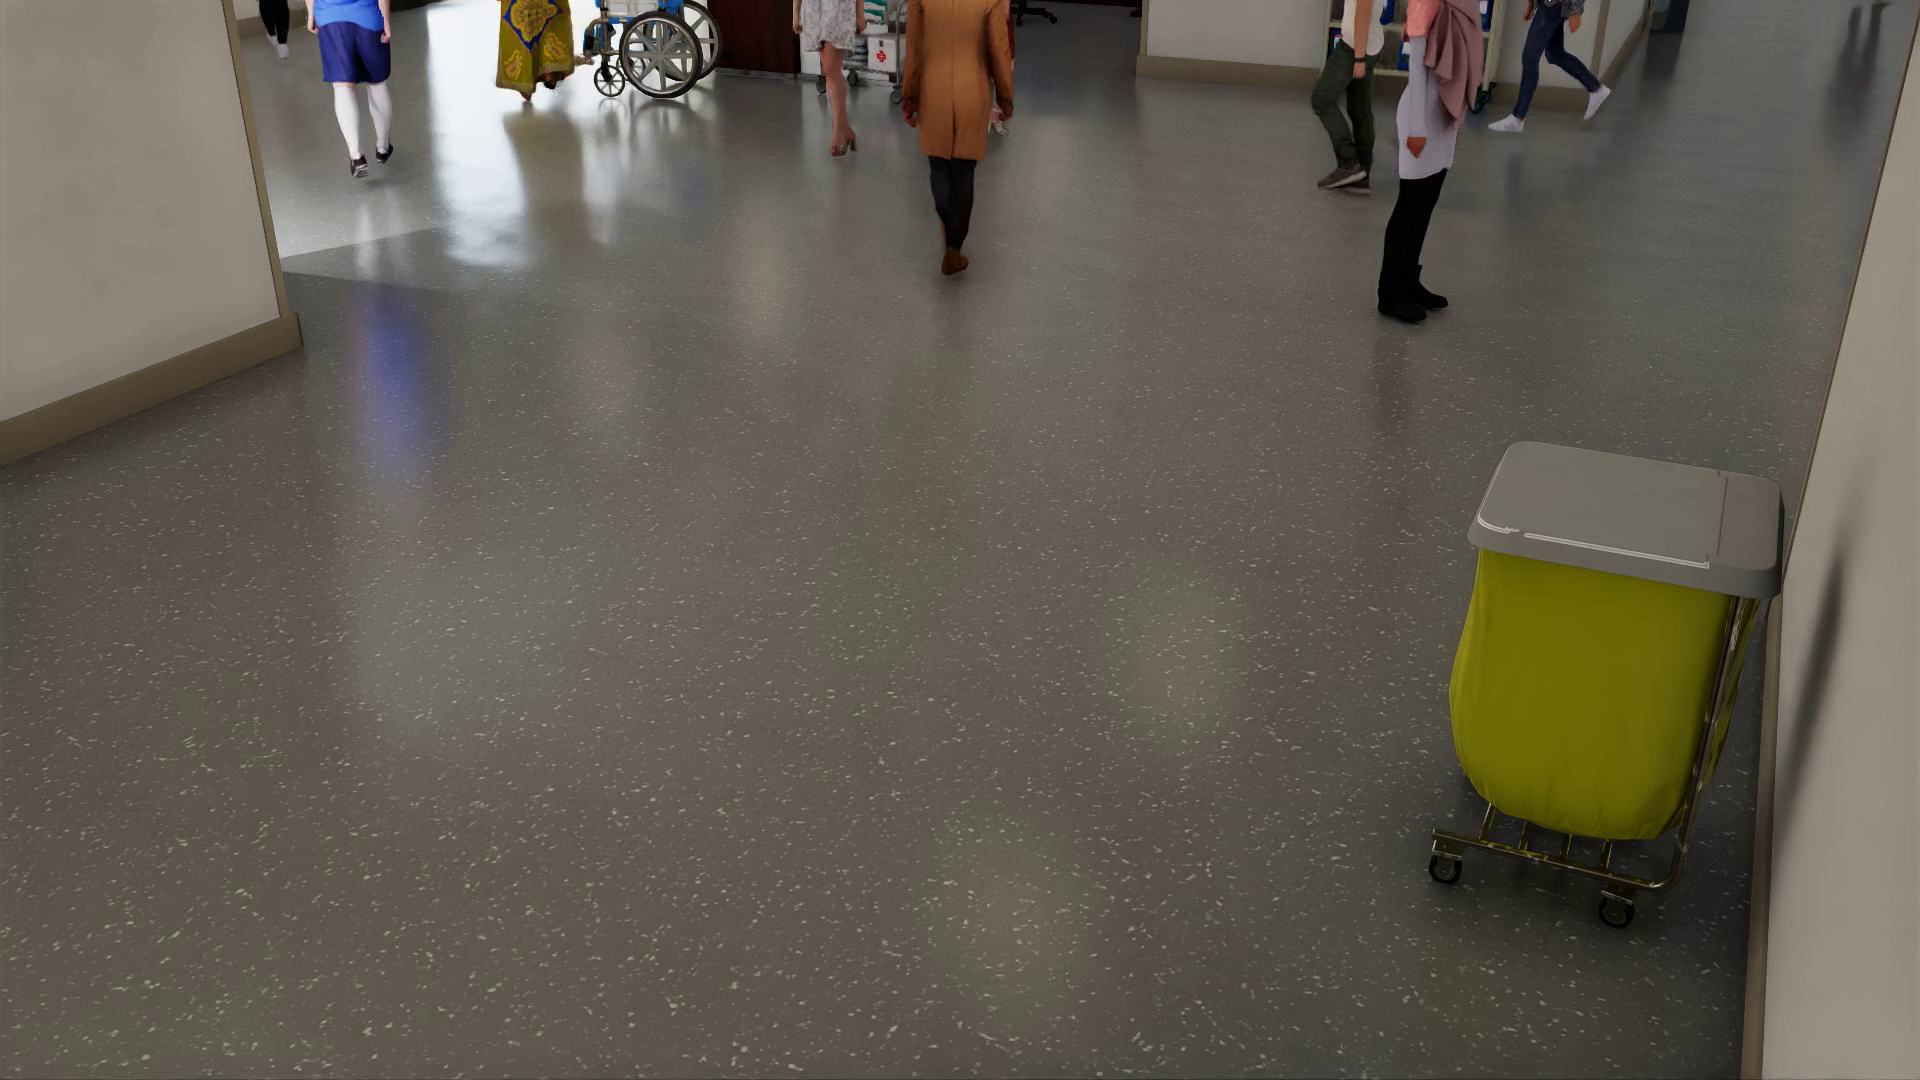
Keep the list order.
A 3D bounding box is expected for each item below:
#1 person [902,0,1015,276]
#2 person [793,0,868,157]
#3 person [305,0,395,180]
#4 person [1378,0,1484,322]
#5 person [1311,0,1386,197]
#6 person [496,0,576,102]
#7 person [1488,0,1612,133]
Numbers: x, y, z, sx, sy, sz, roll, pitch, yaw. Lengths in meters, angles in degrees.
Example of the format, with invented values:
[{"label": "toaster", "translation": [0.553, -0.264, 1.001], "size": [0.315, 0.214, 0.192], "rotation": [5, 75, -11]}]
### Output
[{"label": "person", "translation": [-0.044, -2.143, 8.130], "size": [1.041, 1.699, 0.921], "rotation": [4, 26, 8]}, {"label": "person", "translation": [-0.767, -3.323, 10.554], "size": [0.638, 1.761, 0.702], "rotation": [13, 29, 25]}, {"label": "person", "translation": [-3.667, -3.069, 9.978], "size": [1.184, 1.804, 1.231], "rotation": [-8, 27, -16]}, {"label": "person", "translation": [2.137, -1.922, 7.599], "size": [0.664, 1.804, 0.686], "rotation": [19, 32, 34]}, {"label": "person", "translation": [2.389, -2.815, 9.639], "size": [0.602, 1.642, 0.562], "rotation": [12, 28, 23]}, {"label": "person", "translation": [-3.128, -4.091, 12.282], "size": [1.016, 1.643, 1.074], "rotation": [-13, 28, -24]}, {"label": "person", "translation": [4.097, -3.606, 11.215], "size": [1.217, 1.696, 1.007], "rotation": [-3, 26, -7]}]
